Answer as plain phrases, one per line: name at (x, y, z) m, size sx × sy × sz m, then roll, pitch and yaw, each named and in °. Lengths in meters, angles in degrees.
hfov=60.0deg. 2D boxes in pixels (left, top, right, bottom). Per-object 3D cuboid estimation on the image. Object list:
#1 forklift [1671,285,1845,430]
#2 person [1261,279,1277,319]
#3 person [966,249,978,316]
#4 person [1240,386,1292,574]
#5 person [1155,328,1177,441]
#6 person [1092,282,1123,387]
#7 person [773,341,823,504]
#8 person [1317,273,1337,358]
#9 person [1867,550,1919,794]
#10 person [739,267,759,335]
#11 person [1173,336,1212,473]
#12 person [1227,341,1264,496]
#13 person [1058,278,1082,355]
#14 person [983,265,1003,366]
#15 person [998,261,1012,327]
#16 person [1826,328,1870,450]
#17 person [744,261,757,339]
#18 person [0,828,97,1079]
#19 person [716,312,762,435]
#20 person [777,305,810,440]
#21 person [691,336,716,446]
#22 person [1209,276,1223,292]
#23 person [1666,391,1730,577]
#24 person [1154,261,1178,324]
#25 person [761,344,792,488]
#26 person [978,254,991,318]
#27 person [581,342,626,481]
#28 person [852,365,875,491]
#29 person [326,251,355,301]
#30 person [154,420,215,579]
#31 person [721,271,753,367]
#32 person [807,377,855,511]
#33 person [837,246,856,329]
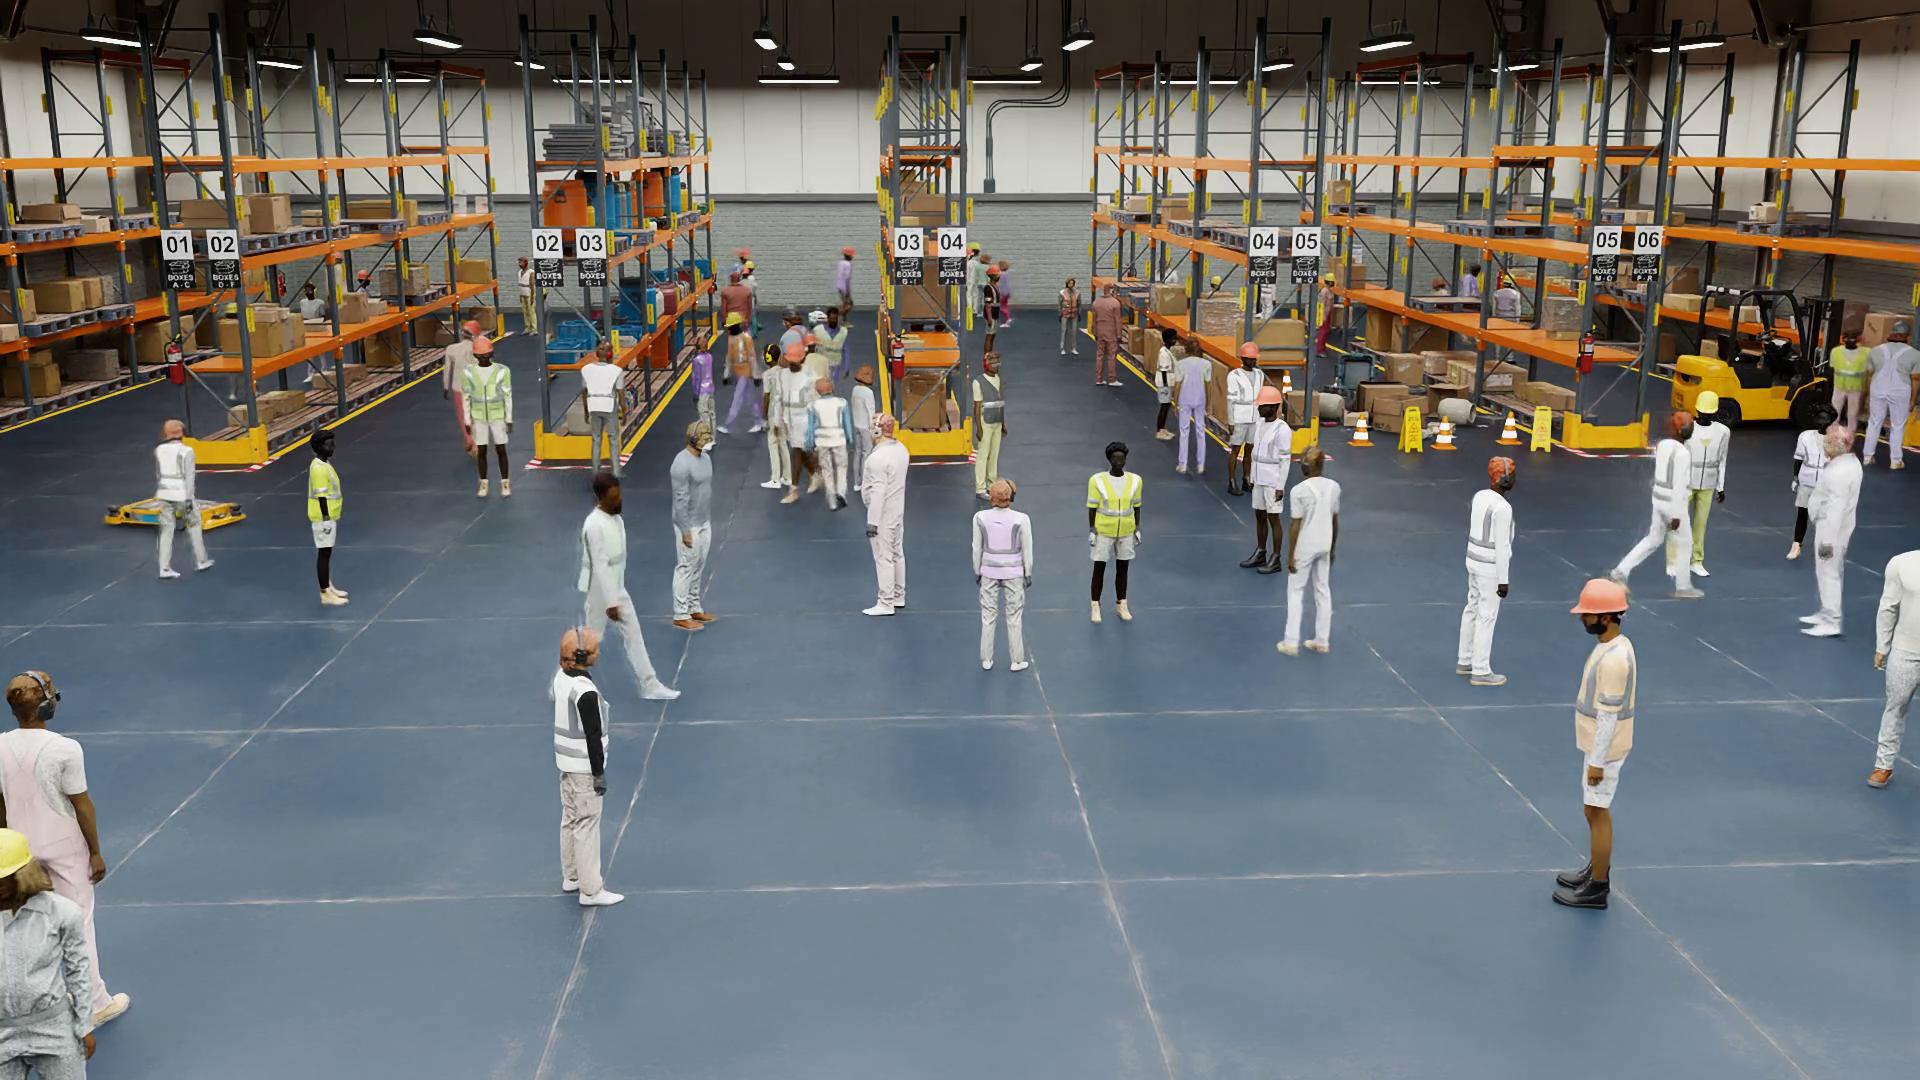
forklift at (12.503, -2.886, 26.166) m, size 2.313 × 2.155 × 1.214 m, roll -1°, pitch 13°, yaw -3°
person at (7.106, -5.585, 38.279) m, size 0.359 × 1.880 × 0.575 m, roll -4°, pitch 14°, yaw -16°
person at (0.251, -6.673, 43.177) m, size 0.349 × 1.743 × 0.563 m, roll 8°, pitch 15°, yaw 29°
person at (3.149, -0.619, 17.108) m, size 0.356 × 1.936 × 0.551 m, roll -6°, pitch 15°, yaw -25°
person at (3.085, -2.334, 24.918) m, size 0.320 × 1.685 × 0.539 m, roll 3°, pitch 14°, yaw 13°
person at (2.732, -3.776, 30.566) m, size 0.639 × 1.902 × 0.407 m, roll 12°, pitch 18°, yaw 41°
person at (-1.985, -1.492, 20.728) m, size 0.604 × 2.008 × 0.964 m, roll 9°, pitch 16°, yaw 32°
person at (7.680, -4.691, 34.749) m, size 0.340 × 1.761 × 0.526 m, roll 8°, pitch 15°, yaw 29°
person at (6.524, 0.767, 11.237) m, size 0.631 × 1.940 × 0.372 m, roll 9°, pitch 16°, yaw 34°
person at (-4.784, -5.211, 37.050) m, size 0.585 × 1.705 × 0.901 m, roll -2°, pitch 13°, yaw -8°
person at (3.110, -1.808, 22.355) m, size 0.505 × 1.842 × 0.347 m, roll 0°, pitch 13°, yaw -2°
person at (3.607, -1.532, 20.967) m, size 0.552 × 1.942 × 0.342 m, roll -8°, pitch 15°, yaw -30°
person at (2.319, -4.733, 35.202) m, size 0.518 × 1.631 × 0.316 m, roll -3°, pitch 14°, yaw -13°
person at (0.663, -4.451, 33.116) m, size 0.386 × 2.045 × 0.605 m, roll 4°, pitch 14°, yaw 15°
person at (1.063, -5.971, 40.456) m, size 0.371 × 1.624 × 0.503 m, roll 6°, pitch 14°, yaw 23°
person at (12.641, -2.109, 23.687) m, size 0.604 × 1.809 × 0.725 m, roll 11°, pitch 17°, yaw 40°
person at (-4.821, -5.512, 38.200) m, size 0.300 × 1.772 × 0.530 m, roll -2°, pitch 13°, yaw -10°
person at (-3.699, 1.960, 6.602) m, size 0.486 × 1.744 × 0.310 m, roll -4°, pitch 14°, yaw -18°
person at (-3.402, -2.523, 25.320) m, size 1.007 × 1.866 × 0.592 m, roll -9°, pitch 16°, yaw -33°
person at (-2.512, -2.527, 24.971) m, size 0.535 × 2.000 × 0.683 m, roll 5°, pitch 14°, yaw 21°
person at (-3.736, -2.144, 24.207) m, size 0.314 × 1.642 × 0.515 m, roll 4°, pitch 14°, yaw 16°
person at (5.159, -4.476, 33.836) m, size 0.325 × 1.760 × 0.523 m, roll 4°, pitch 14°, yaw 16°
person at (7.510, -0.570, 16.946) m, size 0.584 × 1.918 × 0.381 m, roll 0°, pitch 13°, yaw 1°
person at (4.552, -5.401, 37.437) m, size 0.643 × 1.909 × 0.410 m, roll 7°, pitch 15°, yaw 26°
person at (-2.384, -1.593, 21.418) m, size 0.328 × 1.862 × 0.501 m, roll 7°, pitch 15°, yaw 26°
person at (0.645, -6.559, 42.977) m, size 0.310 × 1.611 × 0.561 m, roll -9°, pitch 16°, yaw -33°
person at (-4.658, -1.666, 21.773) m, size 0.578 × 1.834 × 0.395 m, roll 1°, pitch 13°, yaw 6°
person at (-1.201, -1.403, 21.085) m, size 0.288 × 1.633 × 0.497 m, roll -8°, pitch 15°, yaw -30°
person at (-14.397, -5.731, 38.688) m, size 0.620 × 1.975 × 0.693 m, roll -3°, pitch 14°, yaw -12°
person at (-7.981, -0.422, 16.989) m, size 0.534 × 1.599 × 0.770 m, roll 3°, pitch 14°, yaw 14°
person at (-4.462, -4.412, 33.246) m, size 0.643 × 1.909 × 0.411 m, roll -5°, pitch 14°, yaw -19°
person at (-1.550, -1.149, 20.027) m, size 0.578 × 1.614 × 0.401 m, roll -1°, pitch 13°, yaw -4°
person at (-2.757, -6.046, 39.941) m, size 0.481 × 2.013 × 0.642 m, roll -6°, pitch 15°, yaw -25°
